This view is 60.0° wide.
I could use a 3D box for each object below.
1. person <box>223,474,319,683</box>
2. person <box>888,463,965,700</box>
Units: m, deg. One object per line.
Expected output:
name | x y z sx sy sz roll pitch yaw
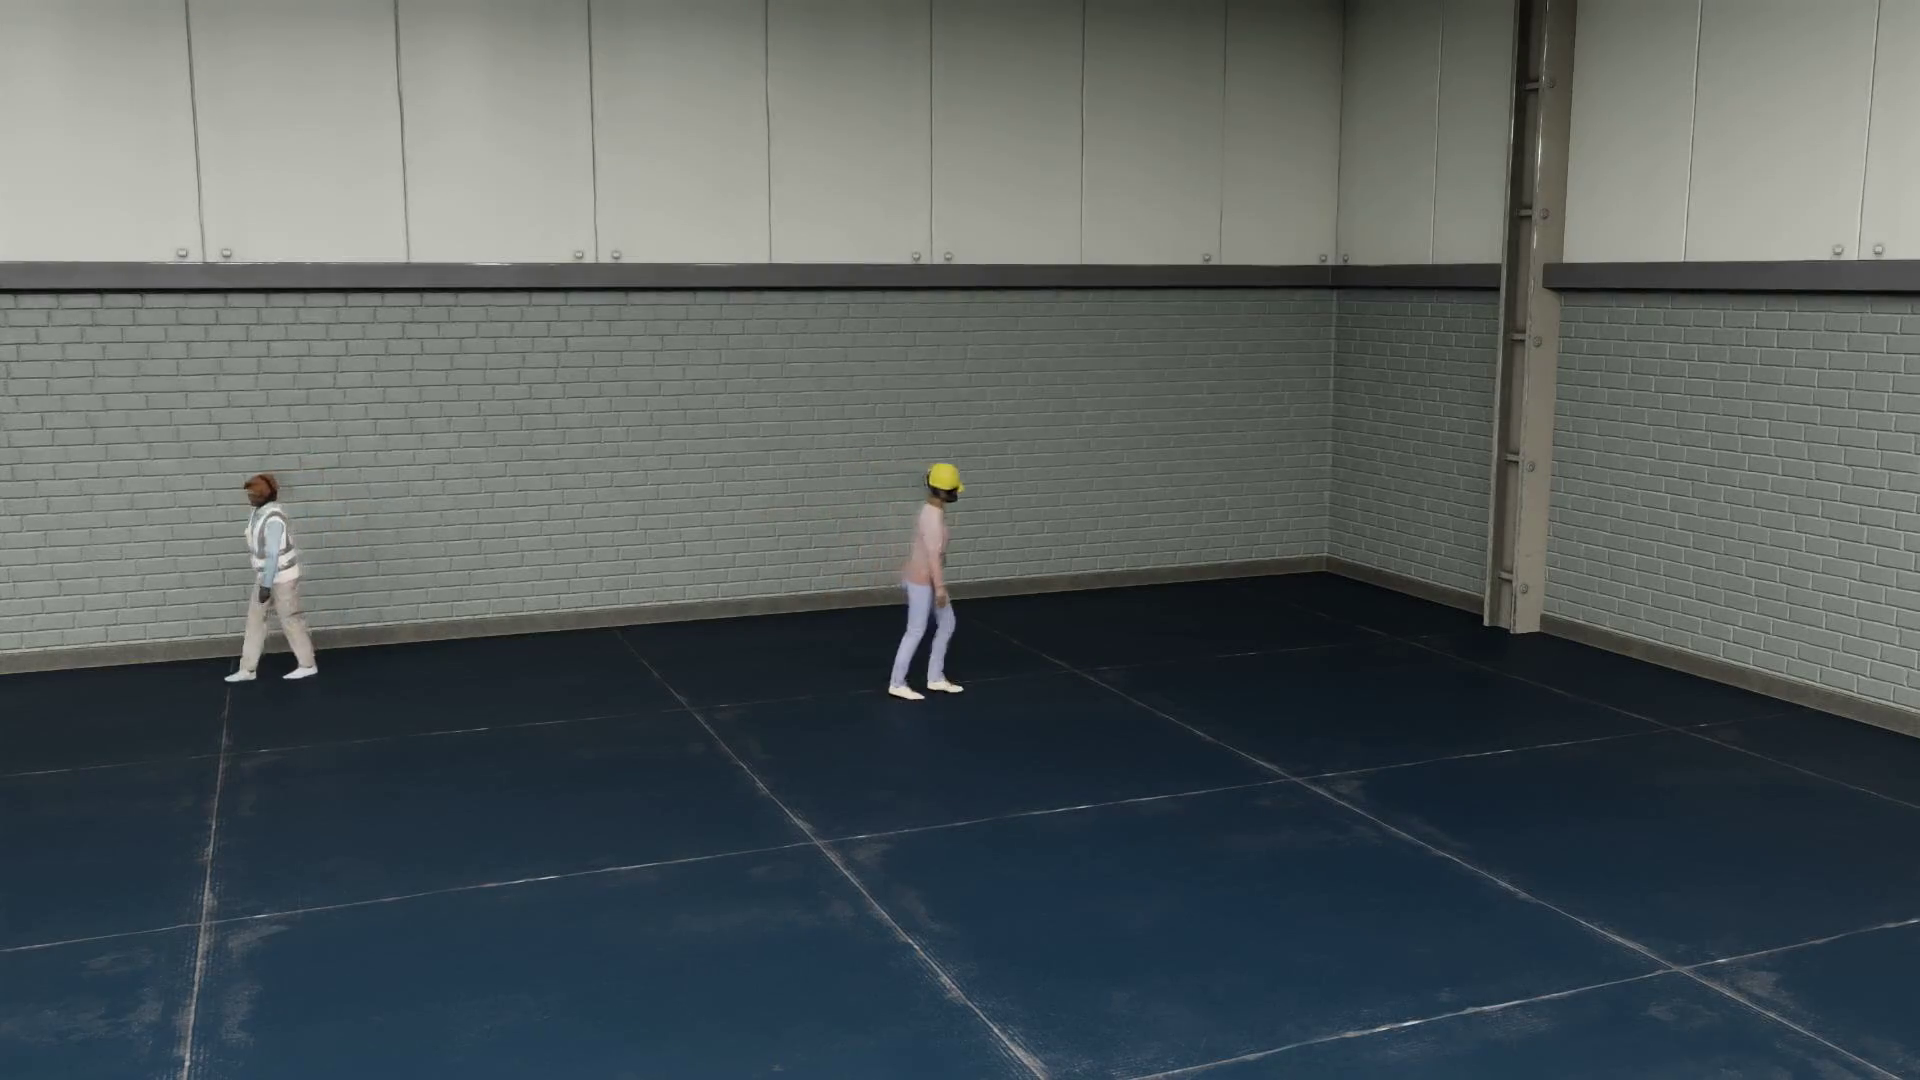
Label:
person | -5.121 0.293 12.254 0.741 1.588 0.574 -8 12 -40
person | -0.223 0.302 11.796 0.647 1.724 0.540 1 9 7
